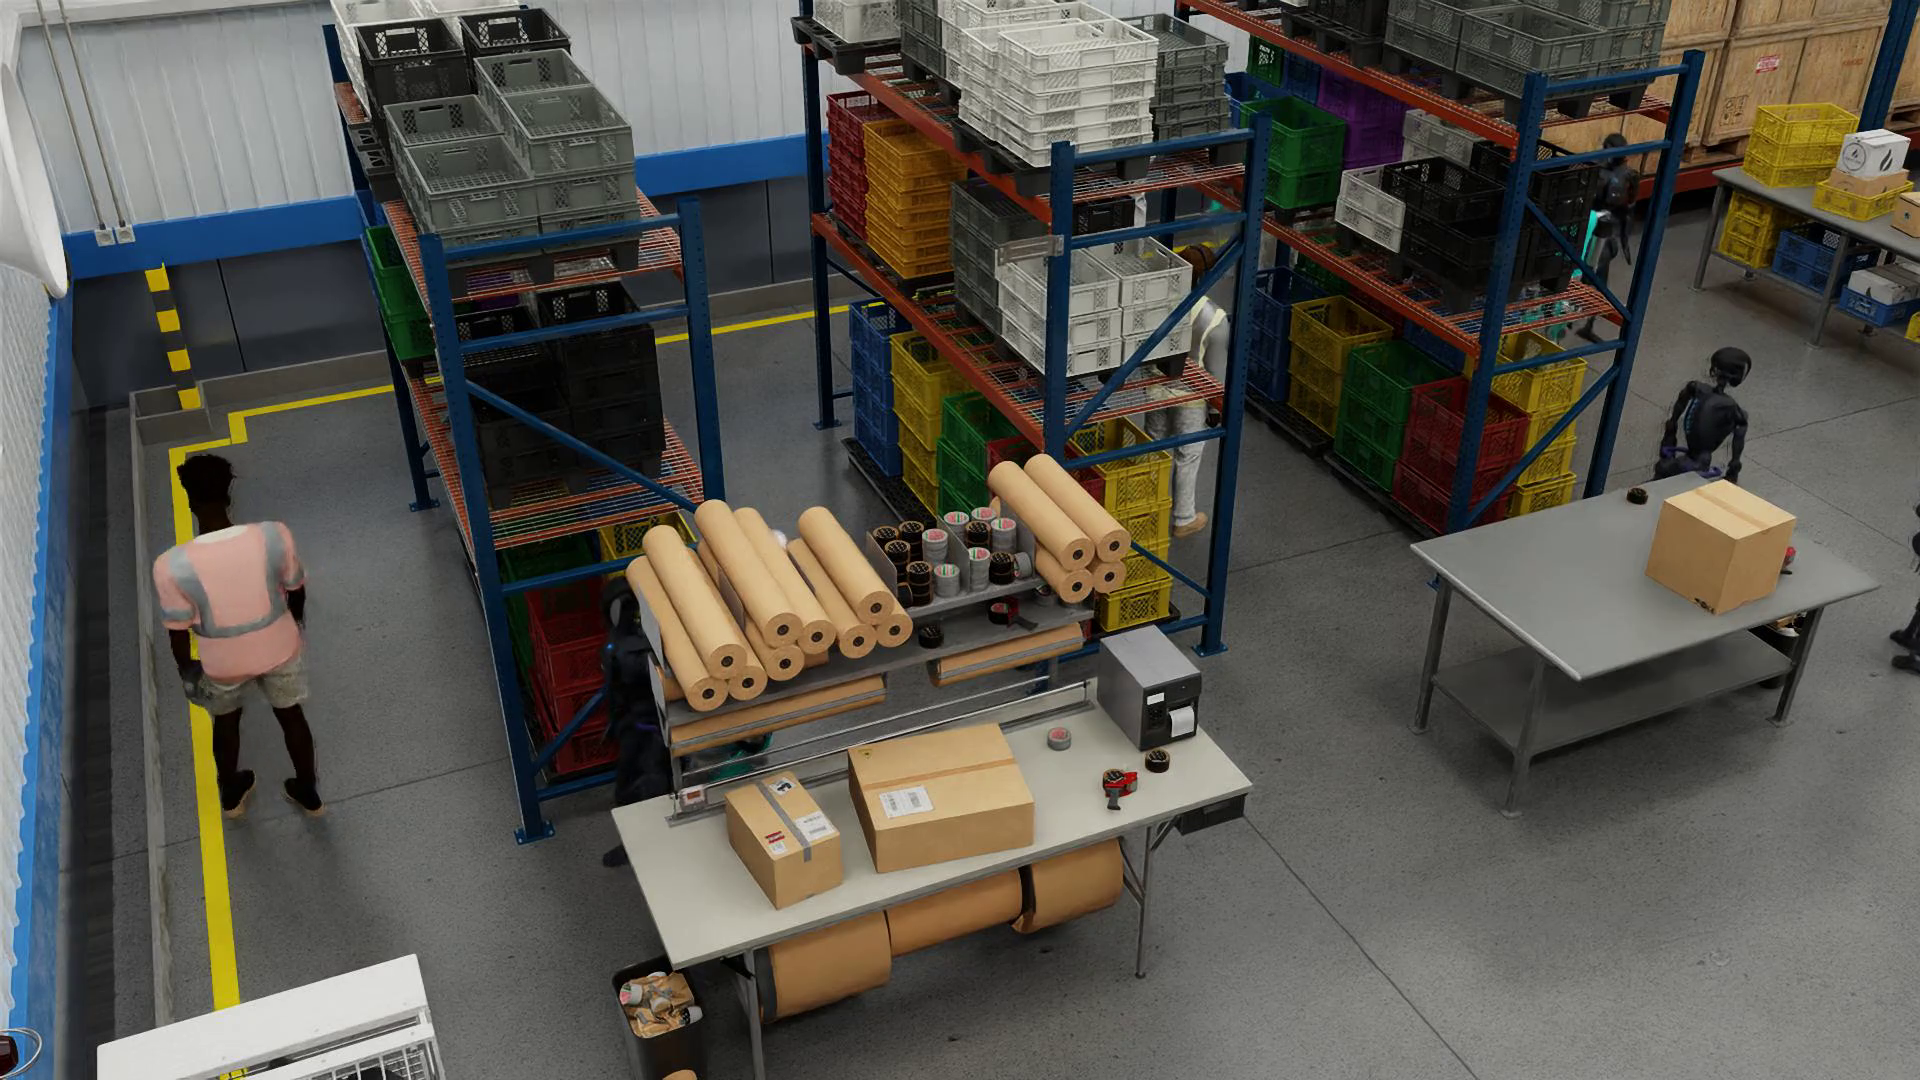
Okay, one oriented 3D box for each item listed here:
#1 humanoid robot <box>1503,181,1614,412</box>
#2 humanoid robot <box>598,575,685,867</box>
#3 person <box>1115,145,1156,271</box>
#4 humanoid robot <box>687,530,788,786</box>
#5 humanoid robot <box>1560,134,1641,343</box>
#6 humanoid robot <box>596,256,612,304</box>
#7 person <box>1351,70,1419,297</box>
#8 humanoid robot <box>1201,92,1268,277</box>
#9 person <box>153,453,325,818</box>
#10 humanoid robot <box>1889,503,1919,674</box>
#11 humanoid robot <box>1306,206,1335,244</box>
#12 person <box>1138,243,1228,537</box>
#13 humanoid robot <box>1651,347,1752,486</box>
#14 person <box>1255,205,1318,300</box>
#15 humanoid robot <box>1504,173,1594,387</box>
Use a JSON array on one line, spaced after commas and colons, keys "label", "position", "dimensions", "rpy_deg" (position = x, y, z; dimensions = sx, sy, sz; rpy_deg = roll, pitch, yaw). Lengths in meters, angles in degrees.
[{"label": "humanoid robot", "position": [3.934, -1.640, 11.230], "dimensions": [0.530, 1.771, 0.753], "rpy_deg": [1, 32, 2]}, {"label": "humanoid robot", "position": [-1.366, 0.858, 7.264], "dimensions": [0.452, 1.641, 0.601], "rpy_deg": [-20, 37, -29]}, {"label": "person", "position": [1.401, -3.079, 13.431], "dimensions": [0.356, 1.884, 0.573], "rpy_deg": [4, 32, 7]}, {"label": "humanoid robot", "position": [-1.084, 0.751, 7.433], "dimensions": [0.845, 1.852, 0.541], "rpy_deg": [7, 32, 12]}, {"label": "humanoid robot", "position": [4.635, -2.194, 12.193], "dimensions": [0.603, 1.643, 0.381], "rpy_deg": [-8, 32, -12]}, {"label": "humanoid robot", "position": [-2.439, -1.411, 10.922], "dimensions": [0.359, 1.640, 0.603], "rpy_deg": [19, 36, 28]}, {"label": "person", "position": [3.196, -2.781, 12.810], "dimensions": [0.615, 2.025, 0.523], "rpy_deg": [-5, 32, -7]}, {"label": "humanoid robot", "position": [2.247, -2.979, 13.403], "dimensions": [0.789, 1.782, 0.531], "rpy_deg": [26, 40, 35]}, {"label": "person", "position": [-3.275, 0.462, 7.619], "dimensions": [0.626, 1.946, 0.549], "rpy_deg": [-18, 36, -26]}, {"label": "humanoid robot", "position": [5.279, -0.070, 8.742], "dimensions": [0.596, 1.652, 0.411], "rpy_deg": [-20, 37, -30]}, {"label": "humanoid robot", "position": [3.033, -3.244, 13.712], "dimensions": [0.533, 1.675, 0.735], "rpy_deg": [24, 39, 34]}, {"label": "person", "position": [1.325, -0.889, 9.928], "dimensions": [0.616, 1.836, 0.432], "rpy_deg": [26, 40, 35]}, {"label": "humanoid robot", "position": [4.042, -0.307, 9.173], "dimensions": [0.769, 1.623, 0.612], "rpy_deg": [-10, 33, -15]}, {"label": "person", "position": [2.510, -2.681, 12.847], "dimensions": [0.589, 1.823, 0.405], "rpy_deg": [-3, 32, -5]}, {"label": "humanoid robot", "position": [4.056, -1.760, 11.503], "dimensions": [0.599, 1.639, 0.386], "rpy_deg": [-6, 32, -10]}]
